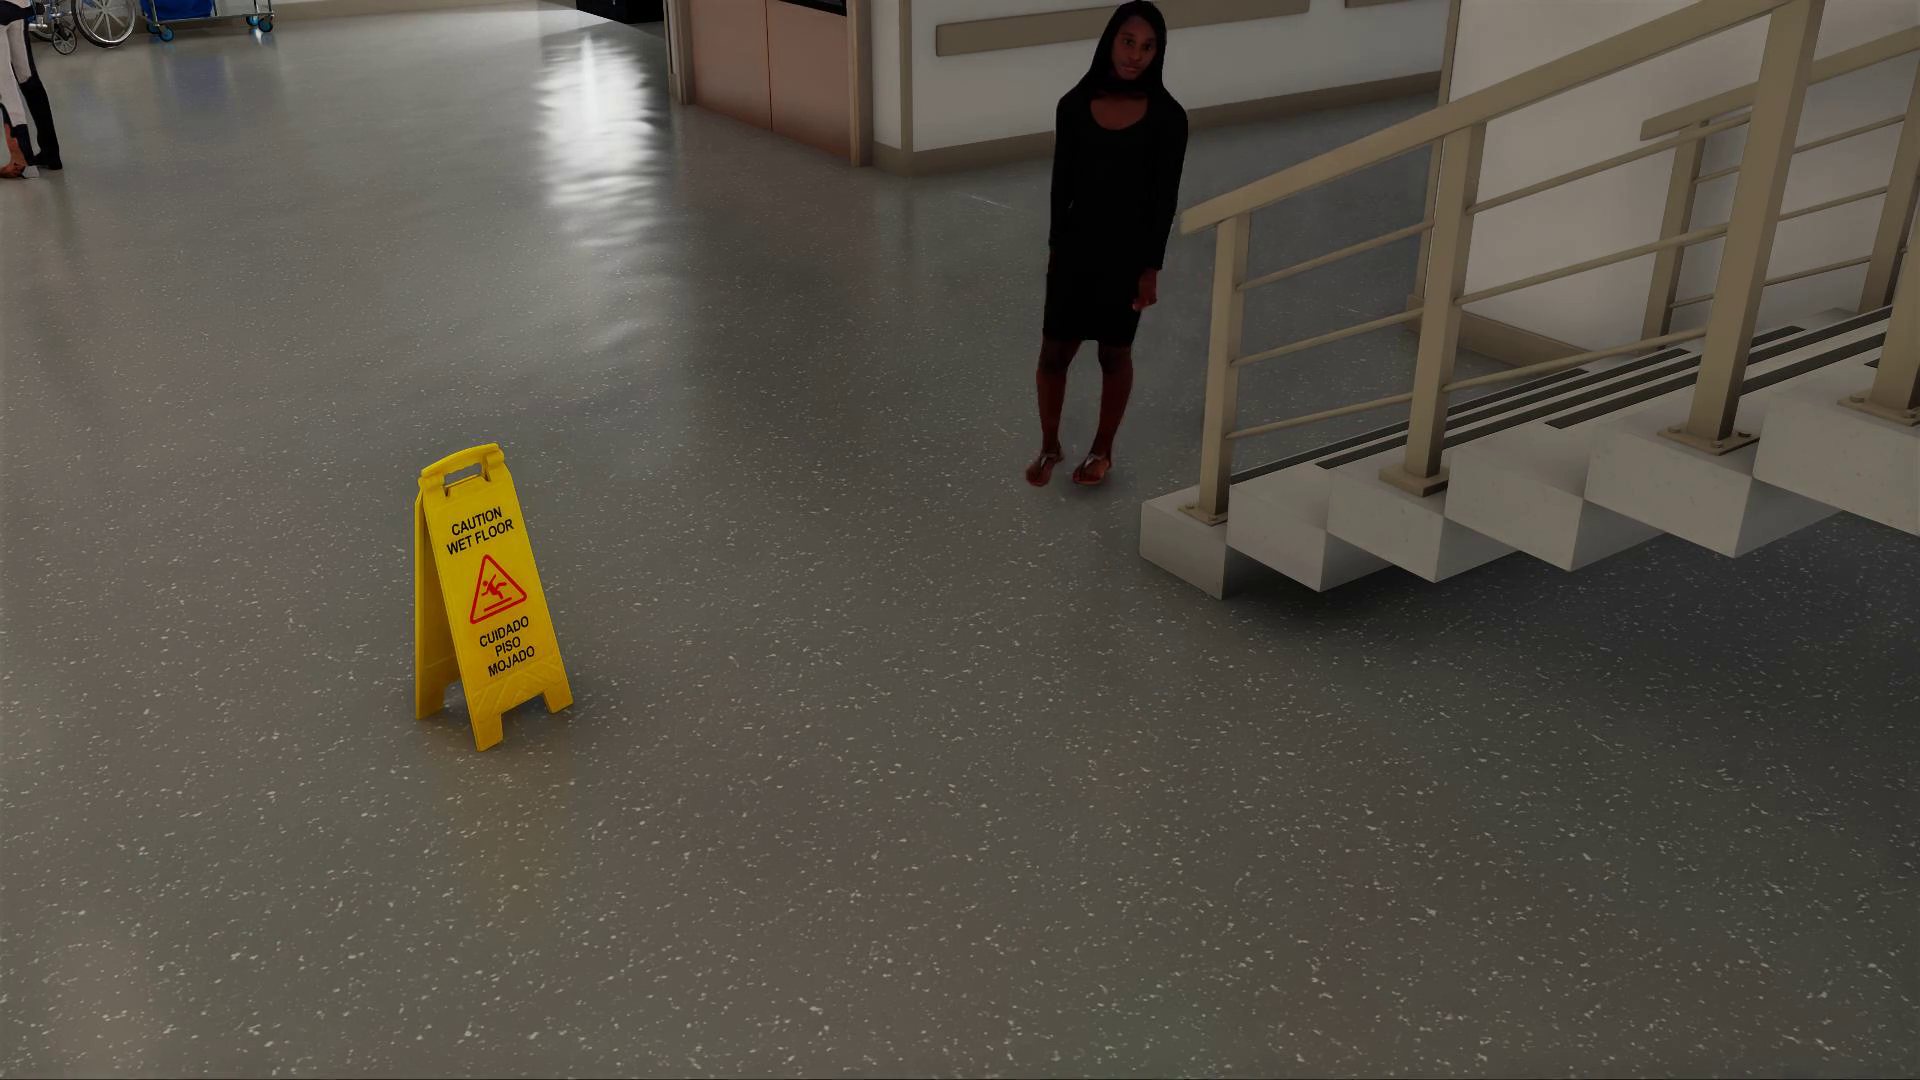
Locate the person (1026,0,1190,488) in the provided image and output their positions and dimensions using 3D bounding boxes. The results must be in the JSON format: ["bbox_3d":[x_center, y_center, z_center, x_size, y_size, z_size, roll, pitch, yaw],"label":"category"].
[{"bbox_3d":[0.557,-0.985,5.769,0.779,1.696,0.852,11,28,21],"label":"person"}]
